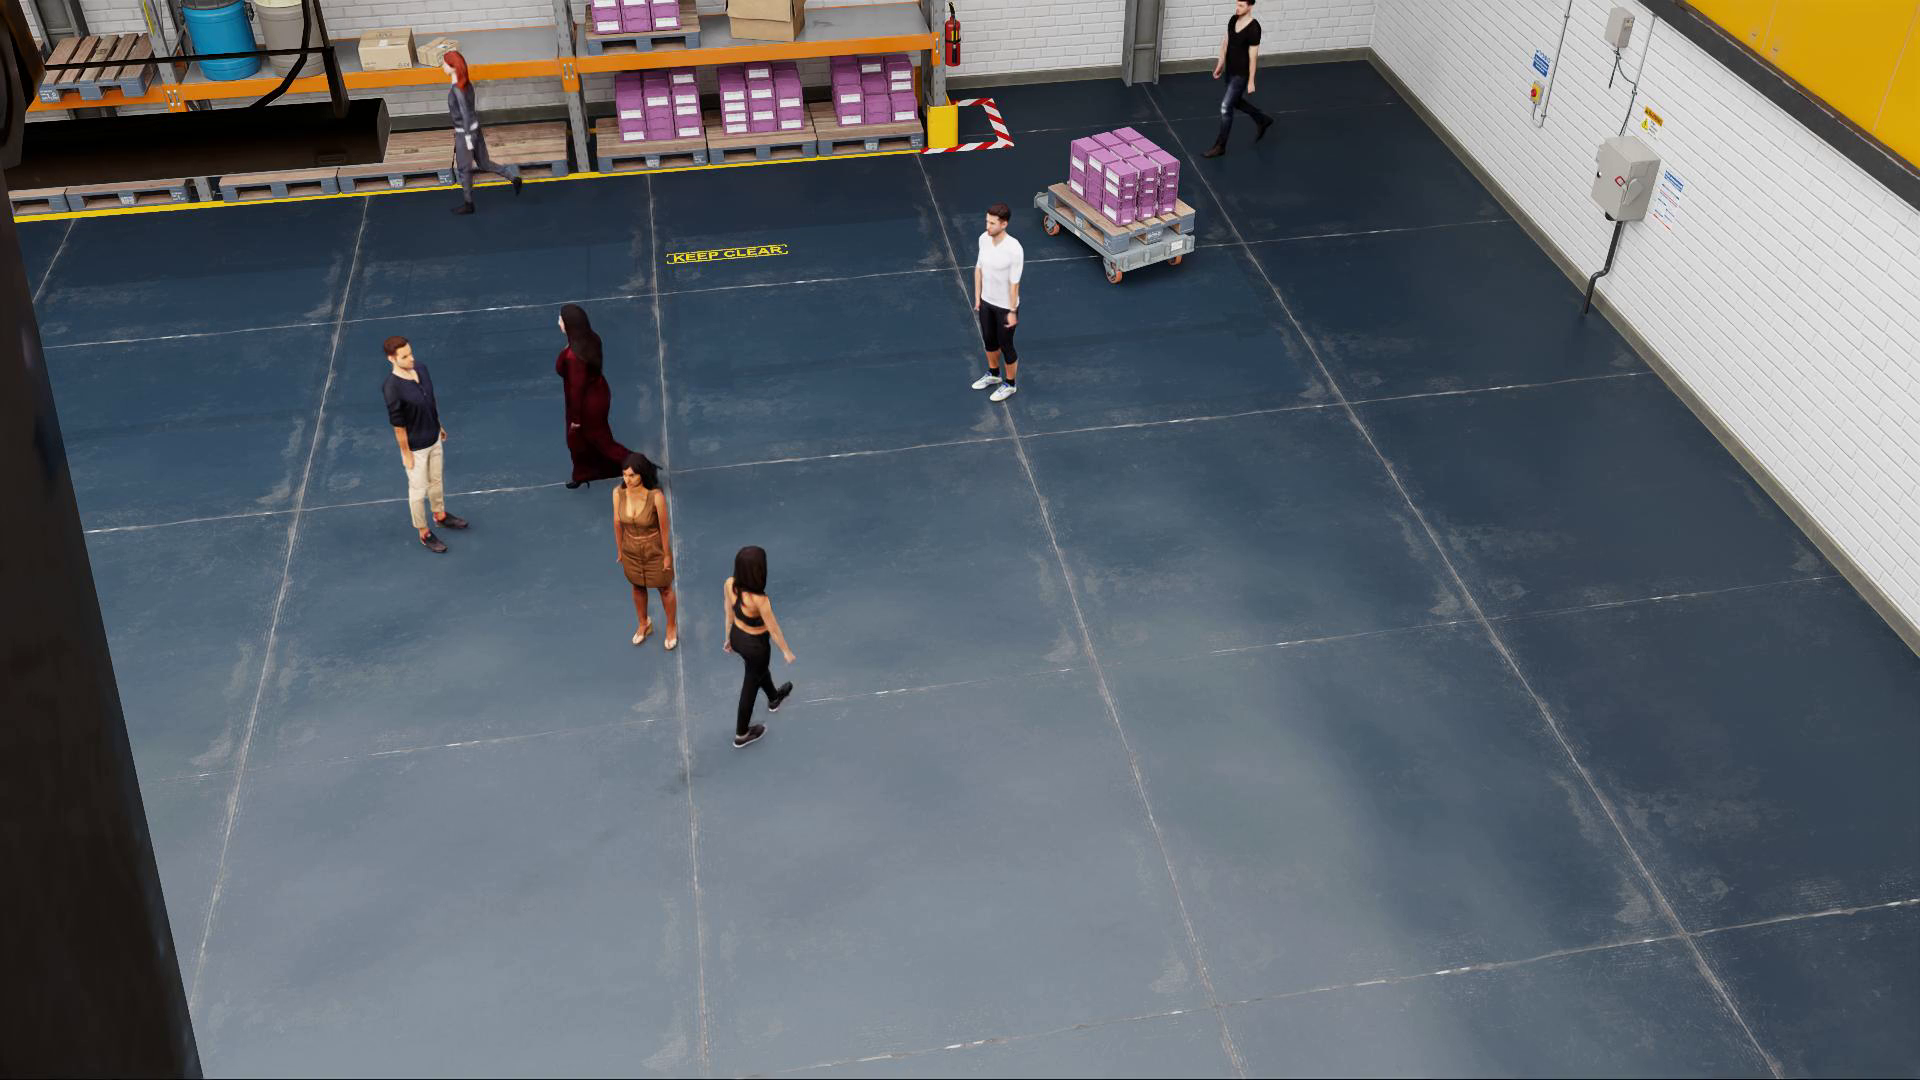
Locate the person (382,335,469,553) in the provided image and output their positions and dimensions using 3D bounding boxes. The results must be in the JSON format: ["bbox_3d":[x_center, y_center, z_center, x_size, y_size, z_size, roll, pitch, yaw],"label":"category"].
[{"bbox_3d":[-4.160,-0.775,12.794,0.708,1.857,0.714,12,40,15],"label":"person"}]

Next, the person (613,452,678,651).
[{"bbox_3d":[-2.238,0.079,11.859,0.564,1.690,0.688,8,39,10],"label":"person"}]

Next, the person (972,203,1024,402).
[{"bbox_3d":[0.346,-2.082,14.439,0.741,1.848,0.766,31,48,33],"label":"person"}]

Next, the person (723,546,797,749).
[{"bbox_3d":[-1.452,0.752,11.069,0.899,1.624,0.988,28,46,30],"label":"person"}]

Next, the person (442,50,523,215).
[{"bbox_3d":[-4.998,-4.200,17.161,0.996,1.760,0.607,-6,39,-7],"label":"person"}]

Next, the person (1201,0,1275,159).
[{"bbox_3d":[3.129,-5.122,18.230,1.220,1.867,0.839,-13,40,-16],"label":"person"}]

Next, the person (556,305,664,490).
[{"bbox_3d":[-2.864,-1.075,13.278,1.092,1.723,0.754,-3,39,-4],"label":"person"}]
